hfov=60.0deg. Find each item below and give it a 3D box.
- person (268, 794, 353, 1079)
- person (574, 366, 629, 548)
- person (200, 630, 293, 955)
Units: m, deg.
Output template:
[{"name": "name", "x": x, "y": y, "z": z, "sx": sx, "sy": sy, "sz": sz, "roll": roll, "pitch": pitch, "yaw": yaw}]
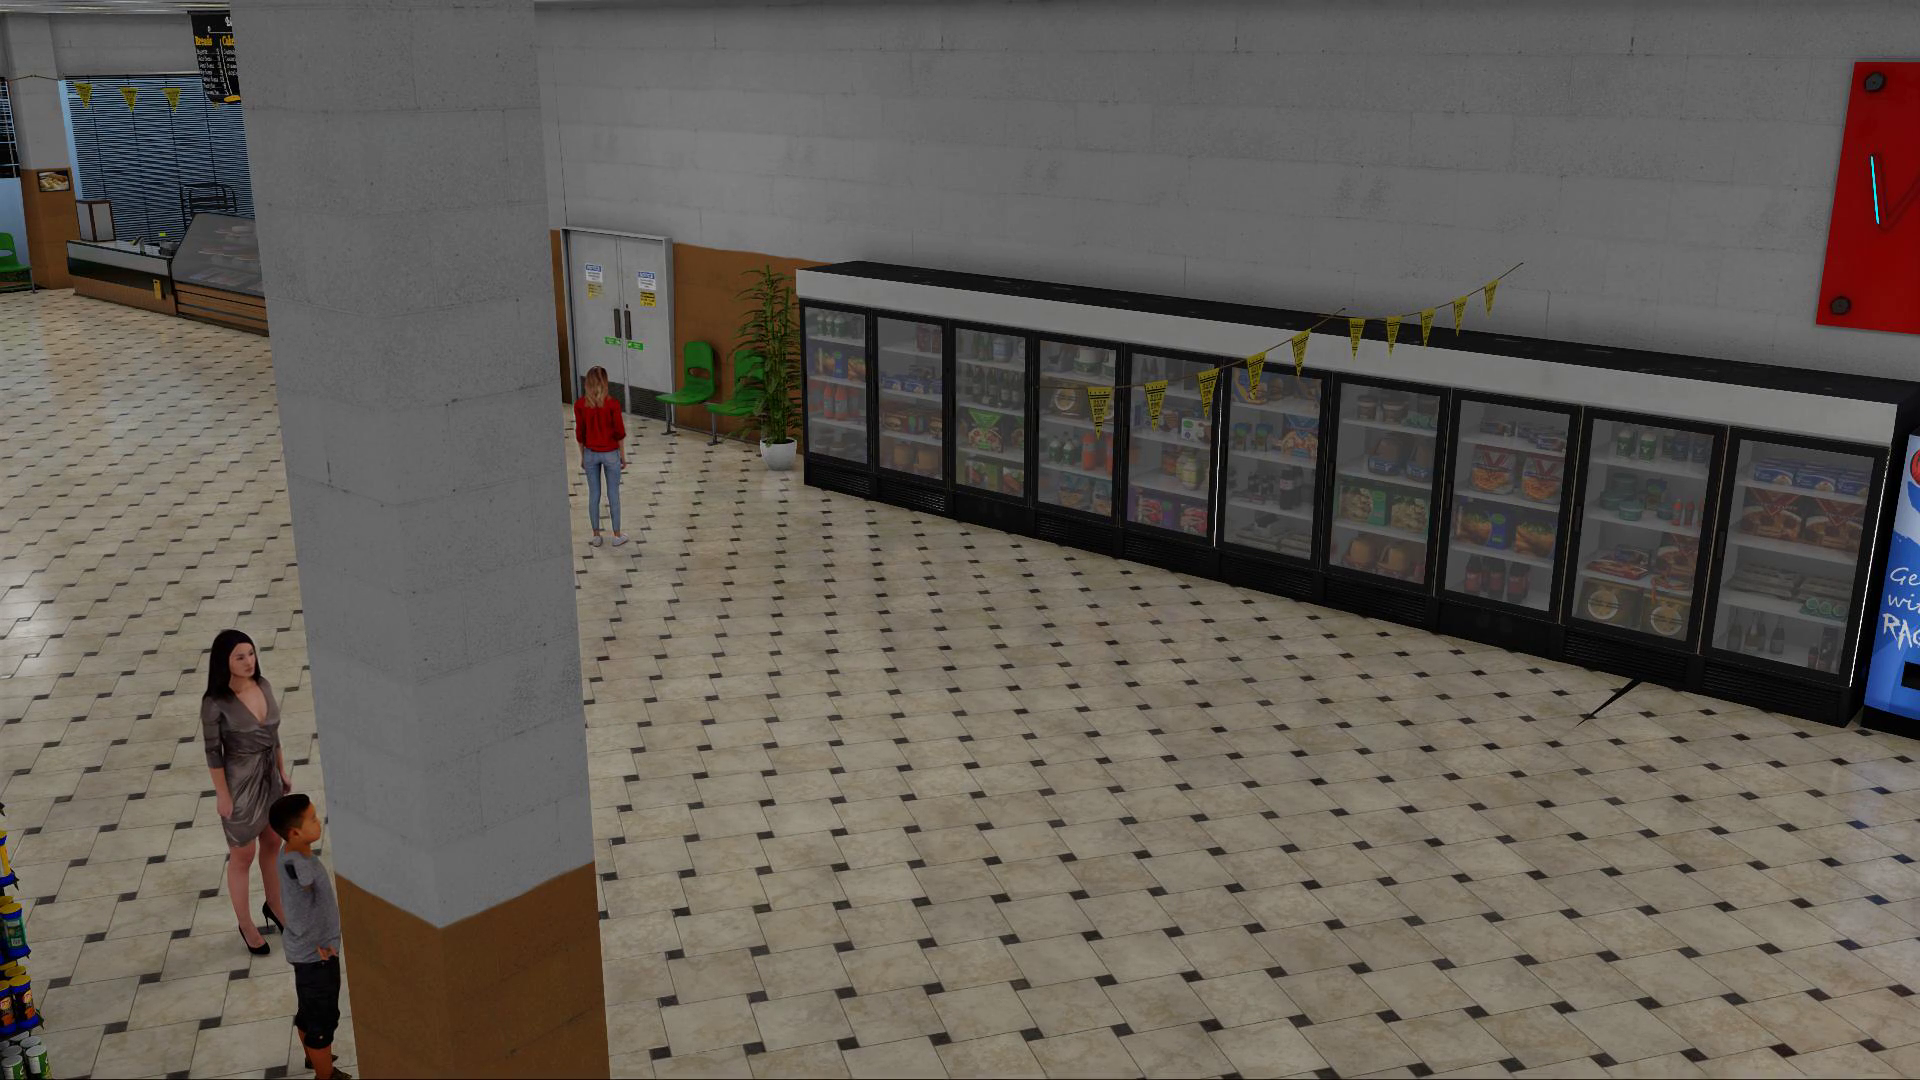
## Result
[{"name": "person", "x": -2.945, "y": 1.769, "z": 7.528, "sx": 0.611, "sy": 1.457, "sz": 0.637, "roll": -10, "pitch": 19, "yaw": -29}, {"name": "person", "x": -3.339, "y": -0.780, "z": 15.496, "sx": 0.682, "sy": 1.705, "sz": 0.717, "roll": 0, "pitch": 17, "yaw": 1}, {"name": "person", "x": -3.676, "y": 1.287, "z": 8.616, "sx": 0.706, "sy": 1.747, "sz": 0.542, "roll": 7, "pitch": 18, "yaw": 23}]
